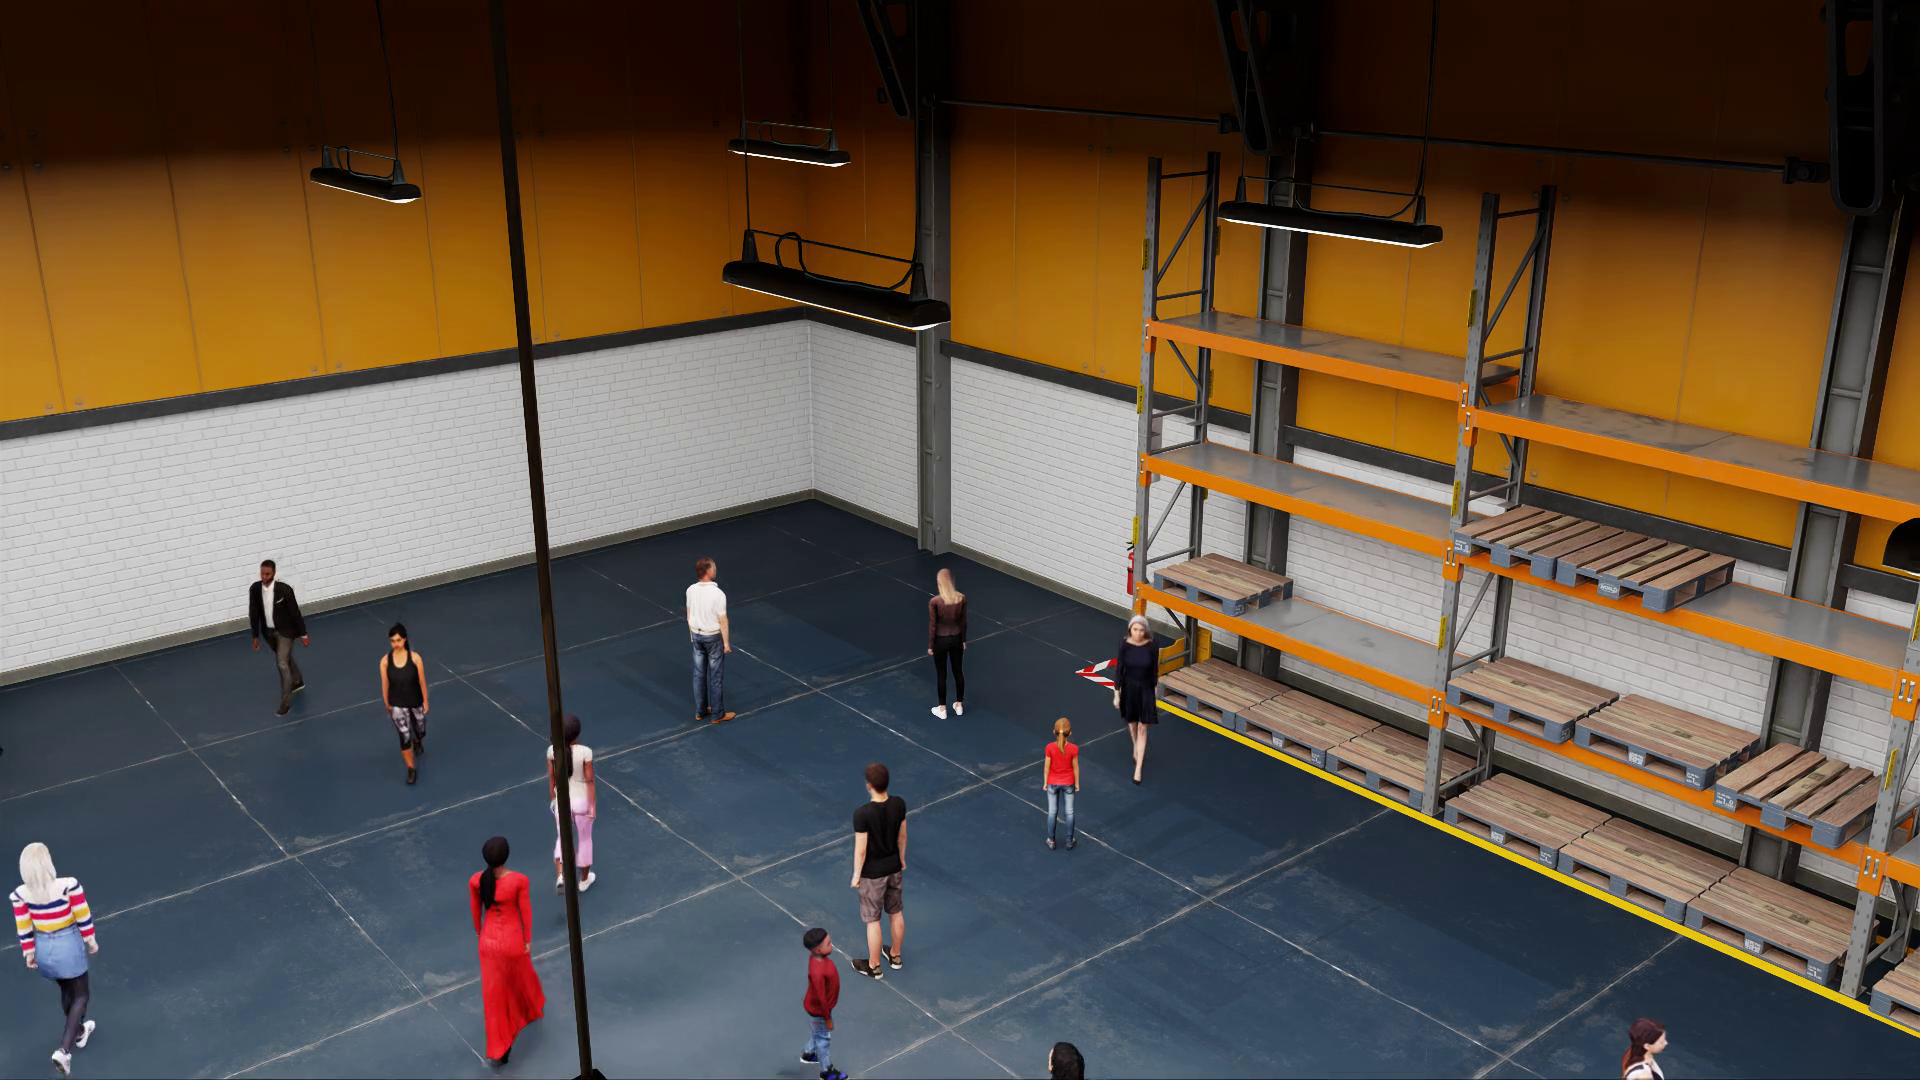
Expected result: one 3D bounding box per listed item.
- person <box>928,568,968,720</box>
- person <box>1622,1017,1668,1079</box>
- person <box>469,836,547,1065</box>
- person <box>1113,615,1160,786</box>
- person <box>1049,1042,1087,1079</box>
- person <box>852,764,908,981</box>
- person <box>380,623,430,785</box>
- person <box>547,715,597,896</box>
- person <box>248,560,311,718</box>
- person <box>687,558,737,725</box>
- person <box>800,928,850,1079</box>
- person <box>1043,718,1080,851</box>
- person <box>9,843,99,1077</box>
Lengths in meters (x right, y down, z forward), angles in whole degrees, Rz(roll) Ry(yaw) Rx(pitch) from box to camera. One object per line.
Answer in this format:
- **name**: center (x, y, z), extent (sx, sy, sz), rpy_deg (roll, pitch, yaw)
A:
- **person**: center (-0.135, 1.128, 18.248), extent (0.655, 1.703, 0.586), rpy_deg (-9, 20, -24)
- **person**: center (4.259, 3.749, 10.551), extent (0.683, 1.648, 0.632), rpy_deg (3, 19, 8)
- **person**: center (-3.427, 3.080, 12.378), extent (1.017, 1.750, 1.157), rpy_deg (-2, 19, -5)
- **person**: center (1.802, 1.563, 16.951), extent (1.112, 1.707, 1.149), rpy_deg (2, 19, 6)
- **person**: center (0.681, 3.865, 10.100), extent (0.629, 1.717, 0.587), rpy_deg (-15, 24, -37)
- **person**: center (-0.645, 2.662, 13.449), extent (0.665, 1.859, 0.573), rpy_deg (-14, 23, -36)
- **person**: center (-5.608, 1.617, 16.885), extent (0.785, 1.648, 0.975), rpy_deg (-6, 19, -17)
- **person**: center (-3.411, 2.357, 14.563), extent (0.903, 1.726, 0.967), rpy_deg (2, 19, 5)
- **person**: center (-7.535, 1.032, 18.478), extent (1.147, 1.738, 1.147), rpy_deg (5, 19, 15)
- **person**: center (-2.761, 1.089, 18.134), extent (0.614, 1.851, 0.783), rpy_deg (11, 21, 29)
- **person**: center (-1.063, 3.404, 12.198), extent (0.702, 1.252, 0.643), rpy_deg (-1, 19, -2)
- **person**: center (0.942, 2.266, 15.486), extent (0.577, 1.310, 0.635), rpy_deg (1, 19, 3)
- **person**: center (-6.674, 3.092, 12.287), extent (0.999, 1.786, 1.145), rpy_deg (-2, 19, -7)
